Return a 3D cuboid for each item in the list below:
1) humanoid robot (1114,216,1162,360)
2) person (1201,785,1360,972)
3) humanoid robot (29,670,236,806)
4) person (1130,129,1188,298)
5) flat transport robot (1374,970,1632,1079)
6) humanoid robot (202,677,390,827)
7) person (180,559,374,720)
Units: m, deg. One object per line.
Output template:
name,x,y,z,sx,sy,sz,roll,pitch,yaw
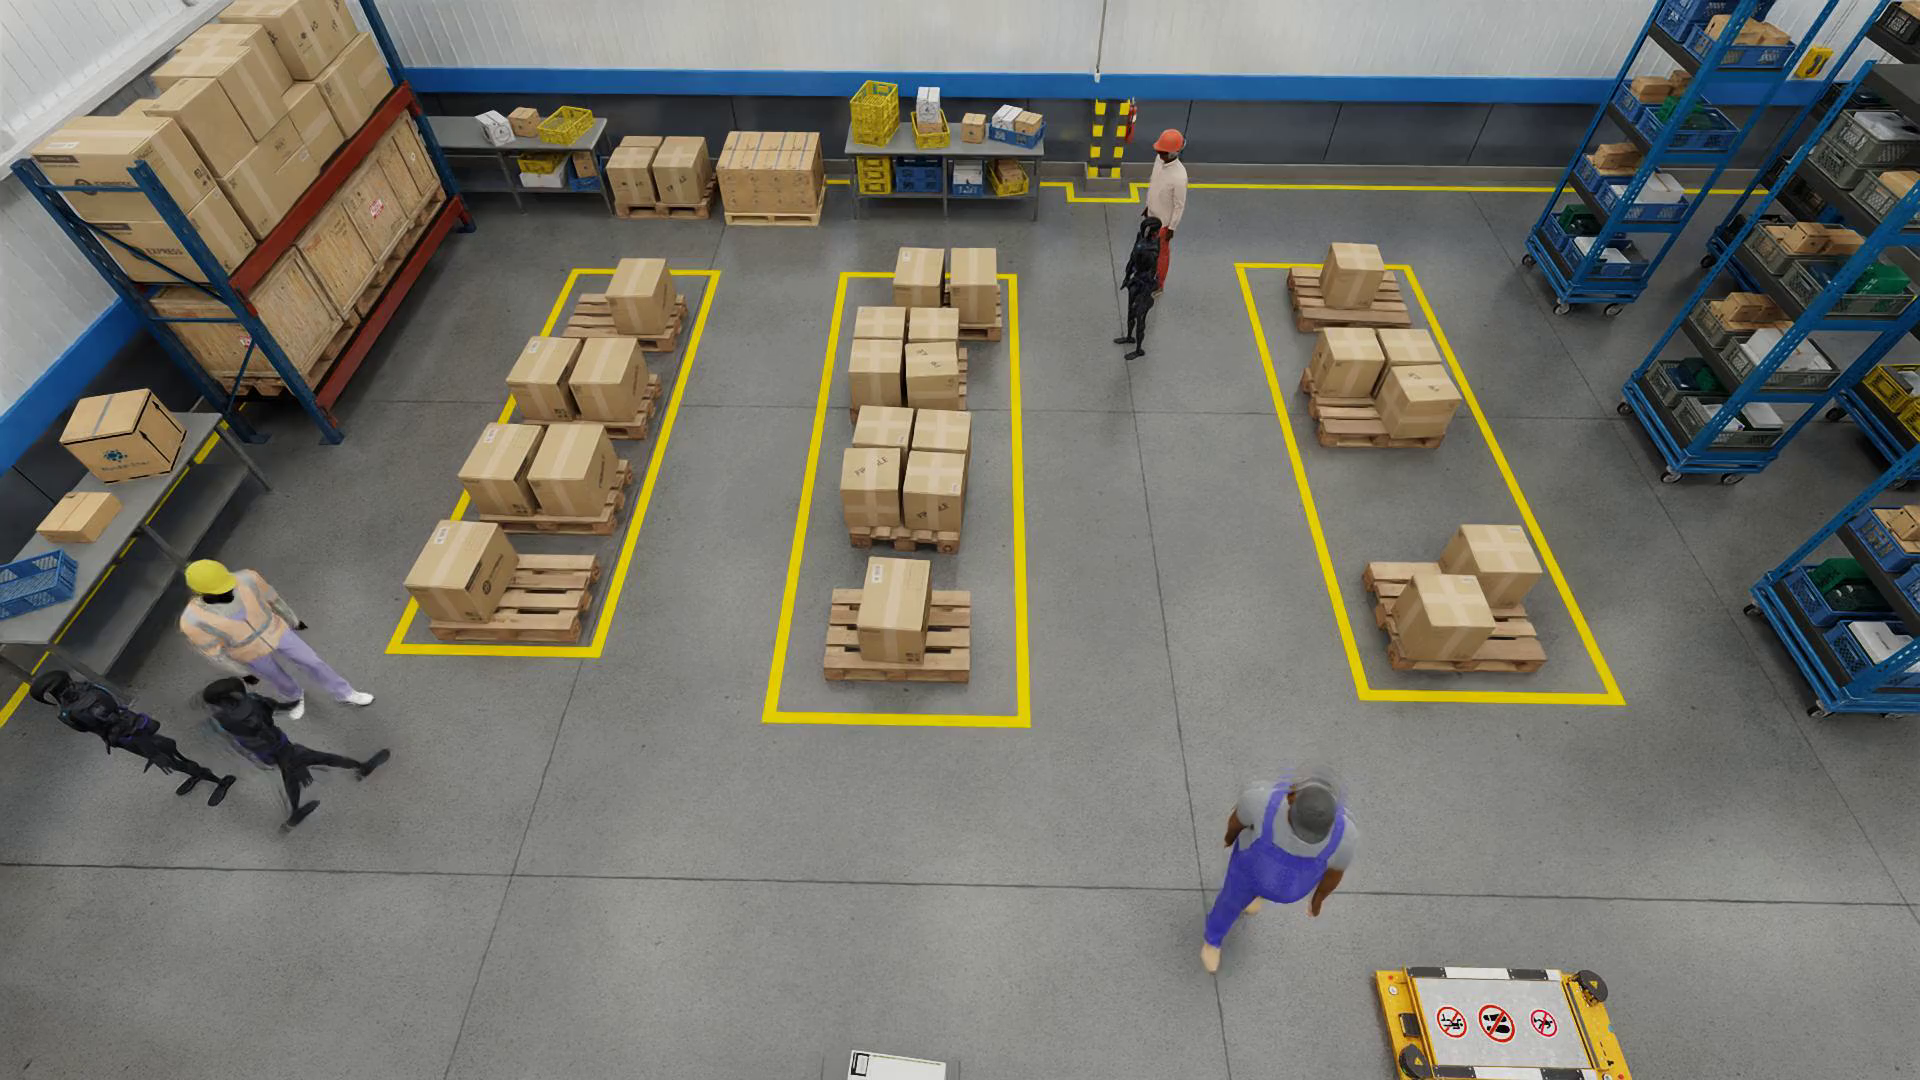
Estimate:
humanoid robot,1.903,-2.680,9.752,0.327,1.657,0.589,-13,52,-10
person,1.950,2.074,5.653,0.692,2.000,0.927,14,52,11
humanoid robot,-5.802,1.402,6.425,0.609,1.657,0.313,14,52,11
person,2.258,-3.667,10.364,0.390,1.990,0.615,-16,53,-13
flat transport robot,3.501,3.133,5.914,1.431,0.197,0.652,1,51,1
humanoid robot,-4.796,1.427,6.450,0.575,1.631,0.782,24,55,18
person,-5.204,0.757,6.833,0.673,1.884,0.603,24,55,18
